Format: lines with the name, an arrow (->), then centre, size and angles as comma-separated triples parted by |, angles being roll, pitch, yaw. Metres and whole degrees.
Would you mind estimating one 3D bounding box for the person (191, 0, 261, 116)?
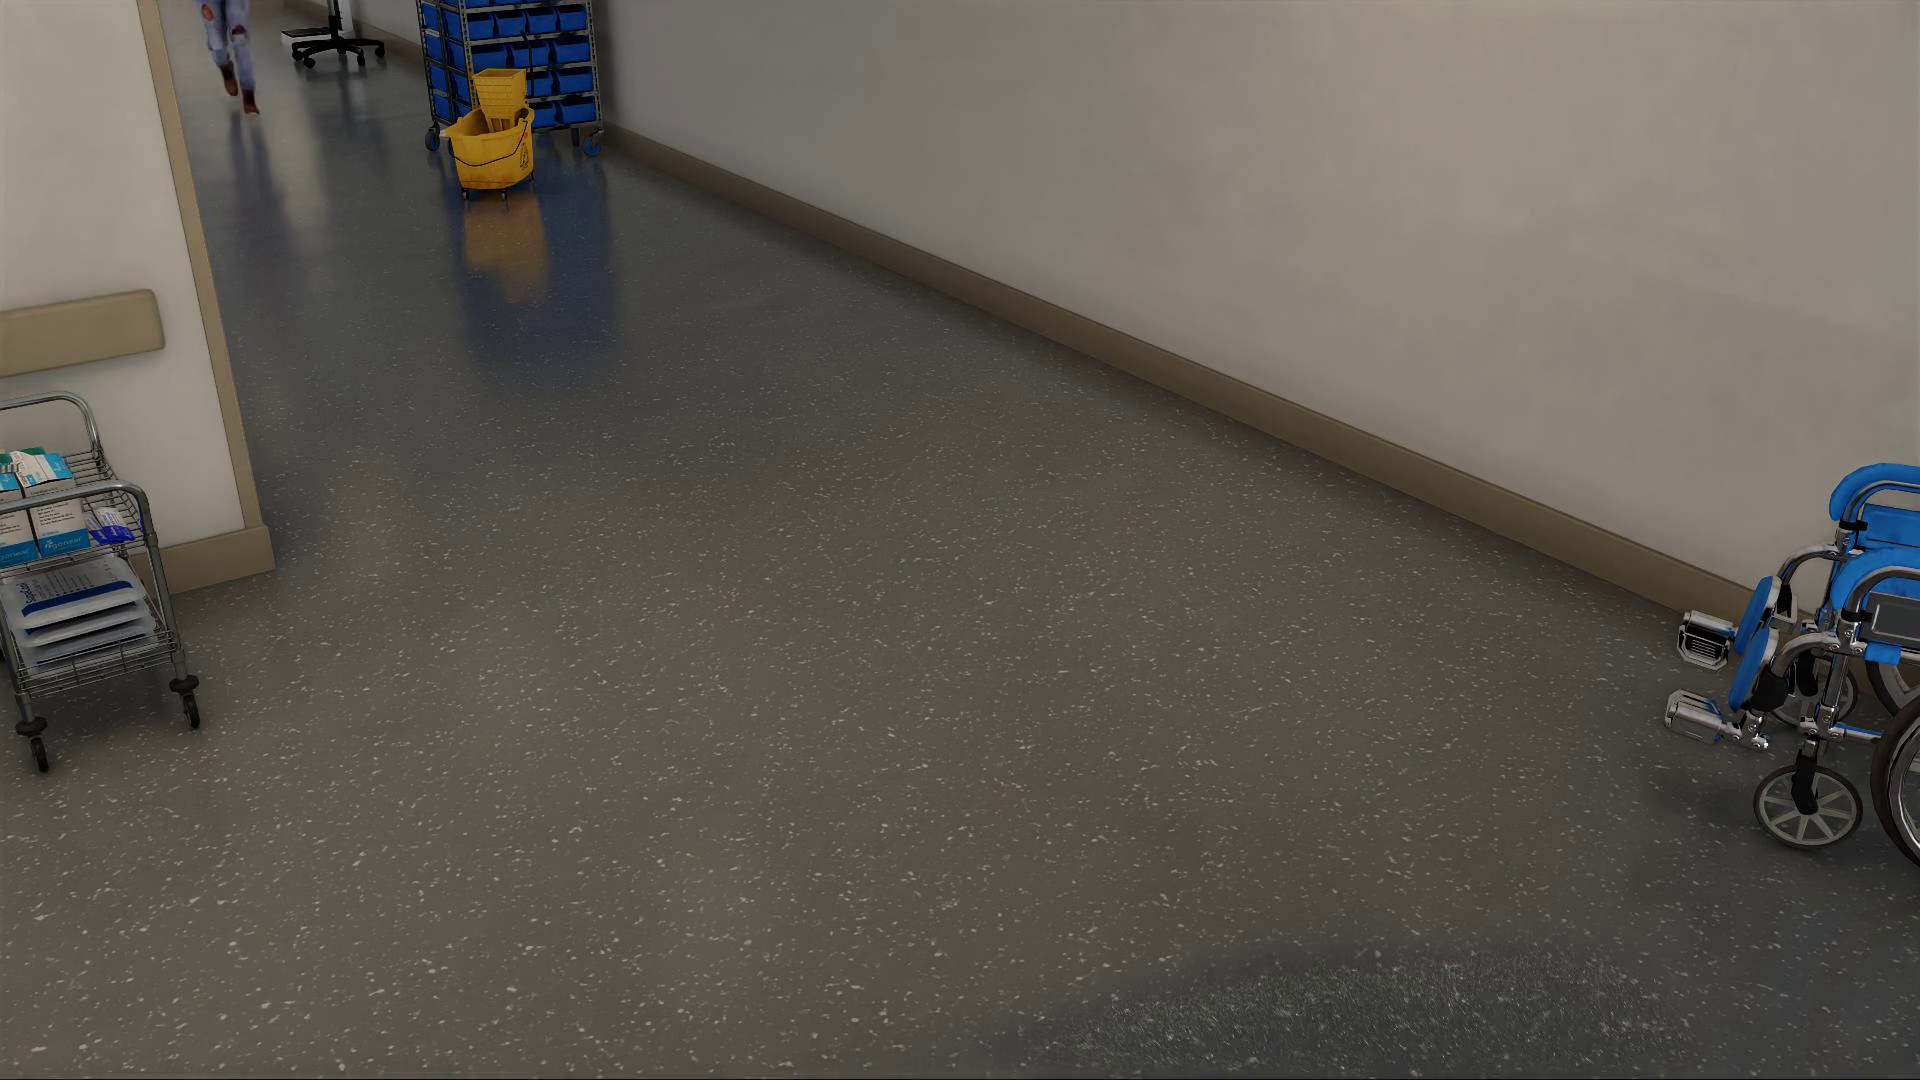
person -> -5.332, -4.012, 11.958 | 1.026, 1.822, 0.861 | -12, 28, -23
